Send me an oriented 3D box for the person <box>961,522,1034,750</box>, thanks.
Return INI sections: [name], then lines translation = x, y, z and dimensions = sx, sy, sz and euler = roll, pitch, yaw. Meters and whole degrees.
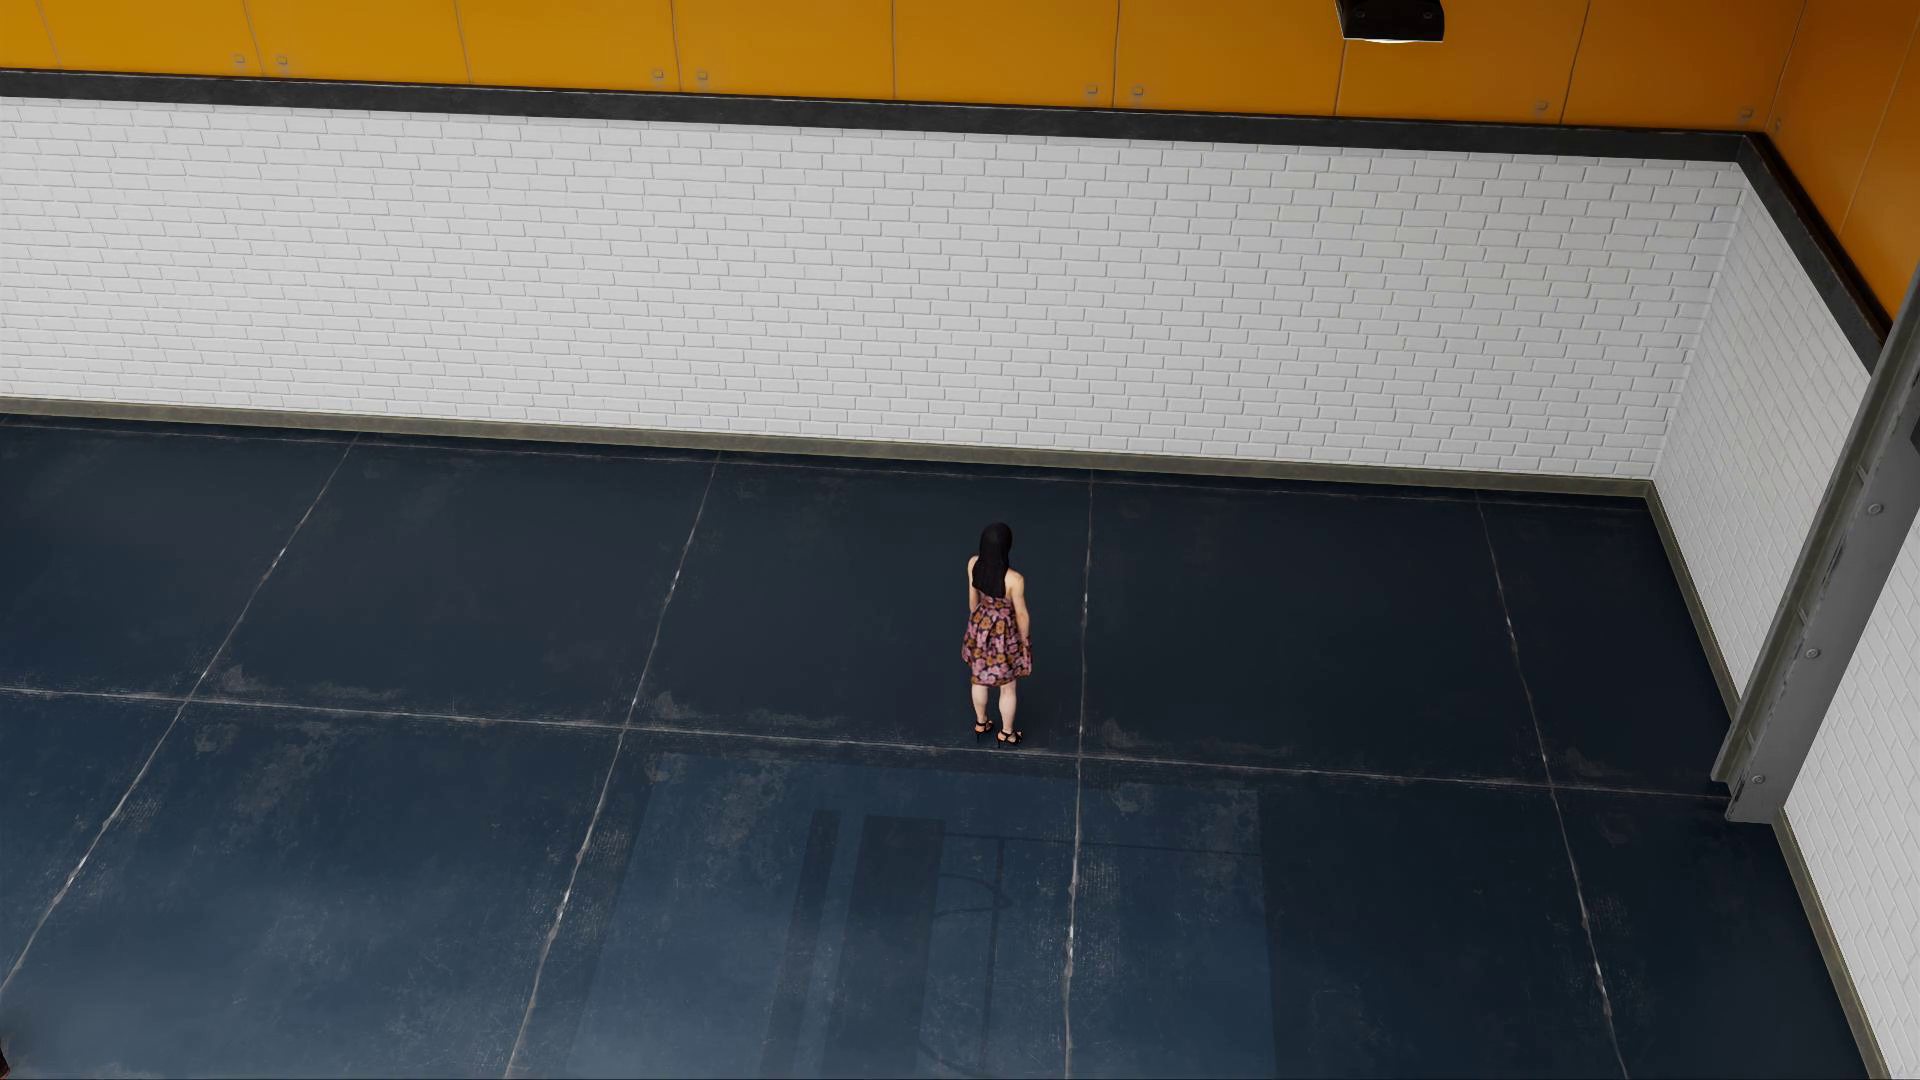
[person]
translation = 0.236, 0.602, 10.362
dimensions = 0.786, 1.775, 0.820
euler = 22, 43, 25
